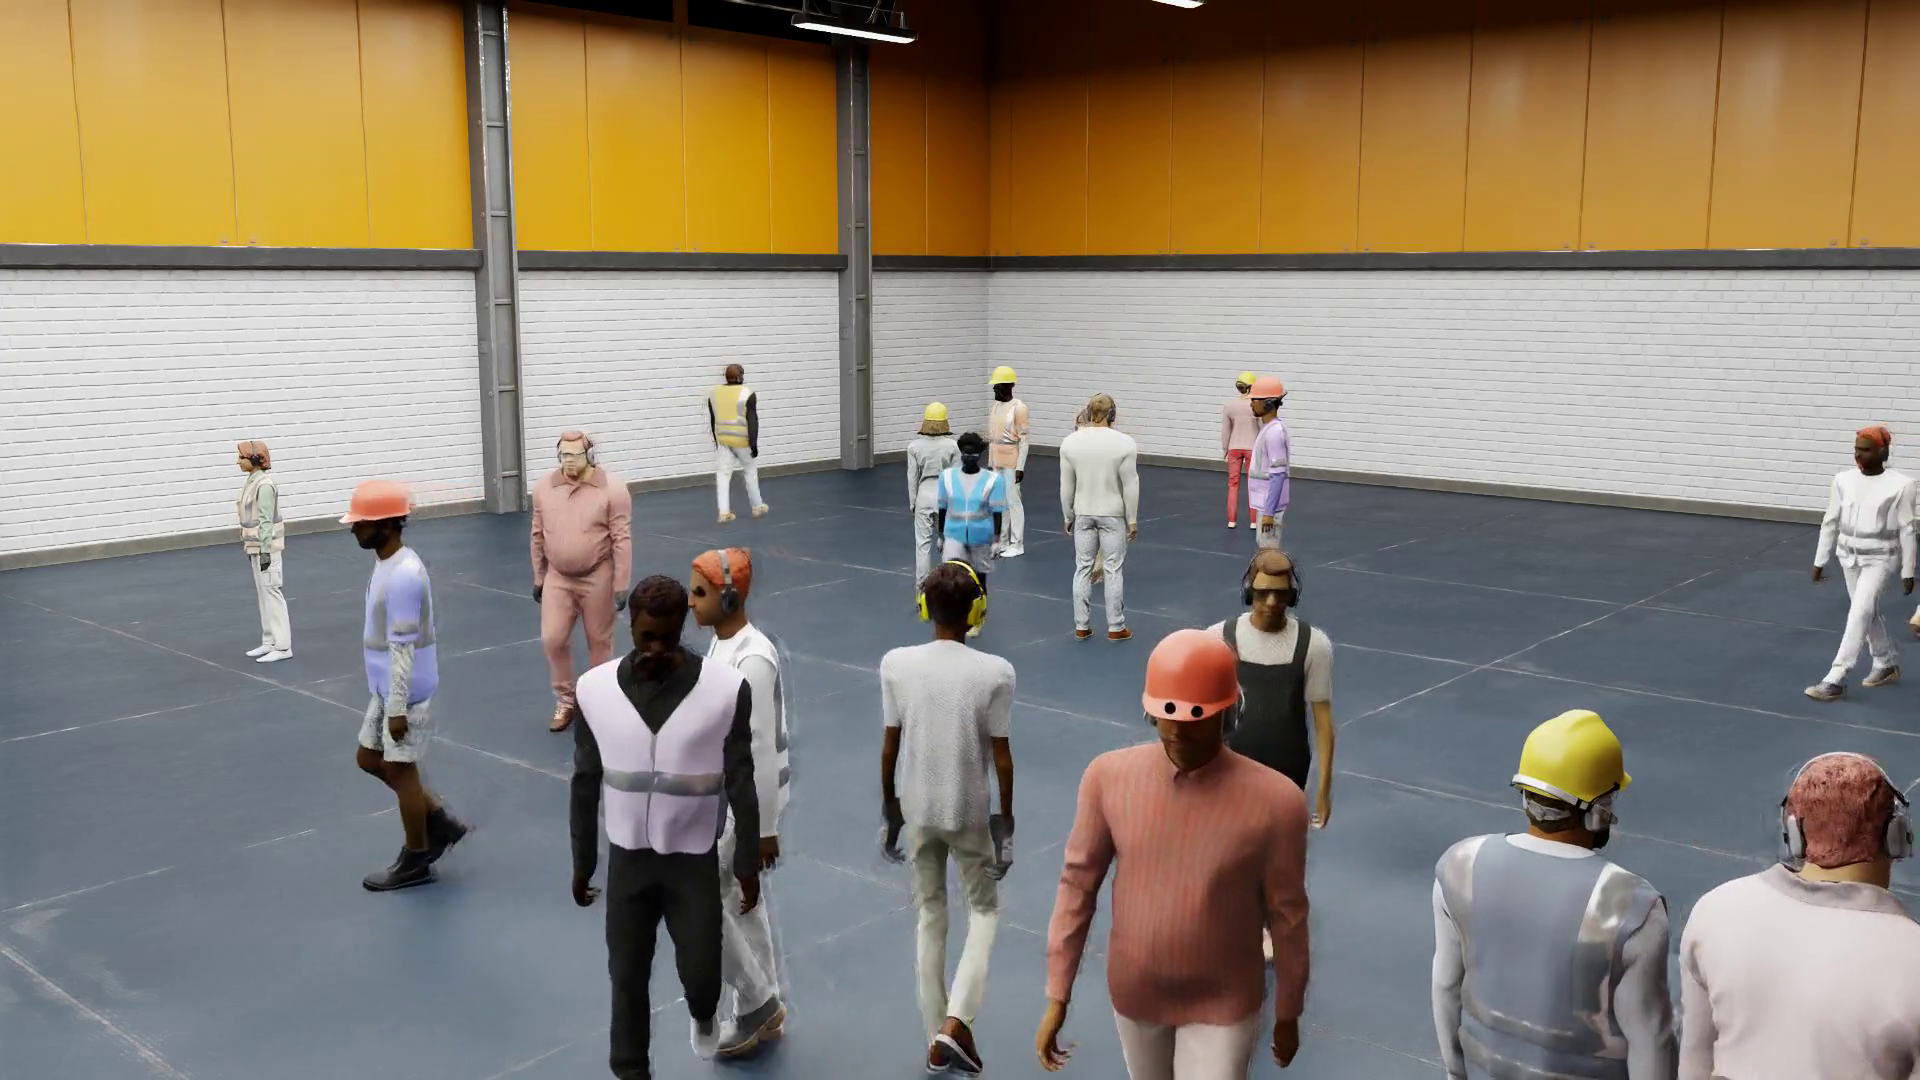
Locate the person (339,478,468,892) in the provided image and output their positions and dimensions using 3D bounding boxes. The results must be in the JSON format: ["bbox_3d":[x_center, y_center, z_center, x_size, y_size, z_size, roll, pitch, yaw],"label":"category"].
[{"bbox_3d":[-2.592,0.668,7.632,0.416,1.924,0.574,-4,10,-24],"label":"person"}]

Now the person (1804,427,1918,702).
[{"bbox_3d":[6.110,0.144,11.225,1.008,1.834,0.602,-4,10,-26],"label":"person"}]

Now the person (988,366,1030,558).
[{"bbox_3d":[0.456,-0.789,16.764,0.369,1.925,0.594,-6,11,-32],"label":"person"}]

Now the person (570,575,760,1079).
[{"bbox_3d":[-0.967,1.017,5.541,0.663,1.888,0.569,0,9,2],"label":"person"}]

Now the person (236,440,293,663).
[{"bbox_3d":[-5.134,0.079,12.251,0.311,1.633,0.519,-6,11,-33],"label":"person"}]

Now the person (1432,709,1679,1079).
[{"bbox_3d":[1.409,1.300,3.940,0.403,1.835,0.587,-8,12,-42],"label":"person"}]

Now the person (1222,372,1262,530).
[{"bbox_3d":[3.177,-0.989,18.543,0.523,1.763,0.329,4,10,25],"label":"person"}]

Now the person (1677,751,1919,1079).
[{"bbox_3d":[1.730,1.373,3.417,0.757,1.852,0.646,-3,10,-21],"label":"person"}]

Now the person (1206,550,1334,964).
[{"bbox_3d":[1.204,0.911,6.558,0.518,1.788,1.002,2,9,10],"label":"person"}]

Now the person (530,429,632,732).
[{"bbox_3d":[-2.370,0.258,10.301,0.680,1.884,0.620,1,9,5],"label":"person"}]

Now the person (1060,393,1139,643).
[{"bbox_3d":[1.079,-0.165,12.836,0.627,1.934,0.372,4,10,22],"label":"person"}]

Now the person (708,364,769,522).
[{"bbox_3d":[-2.554,-1.139,19.334,0.660,1.805,0.886,3,10,21],"label":"person"}]

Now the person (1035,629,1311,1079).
[{"bbox_3d":[0.508,1.199,4.181,0.619,1.941,1.029,4,10,26],"label":"person"}]

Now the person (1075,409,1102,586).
[{"bbox_3d":[1.150,-0.376,15.123,0.474,1.616,0.534,-8,12,-42],"label":"person"}]

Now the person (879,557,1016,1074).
[{"bbox_3d":[-0.057,0.989,5.849,0.508,1.857,0.459,2,9,13],"label":"person"}]

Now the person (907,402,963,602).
[{"bbox_3d":[-0.208,-0.321,14.404,0.487,1.744,0.296,1,9,5],"label":"person"}]

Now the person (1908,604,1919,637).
[{"bbox_3d":[7.782,-0.091,12.792,0.907,1.812,0.633,-3,9,-15],"label":"person"}]

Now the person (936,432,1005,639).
[{"bbox_3d":[0.070,0.001,12.663,0.541,1.638,0.901,1,9,7],"label":"person"}]

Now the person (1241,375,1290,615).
[{"bbox_3d":[2.432,-0.293,13.291,0.379,2.041,0.616,1,9,7],"label":"person"}]

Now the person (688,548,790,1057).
[{"bbox_3d":[-0.835,0.953,6.000,0.449,1.867,0.606,-3,9,-16],"label":"person"}]
